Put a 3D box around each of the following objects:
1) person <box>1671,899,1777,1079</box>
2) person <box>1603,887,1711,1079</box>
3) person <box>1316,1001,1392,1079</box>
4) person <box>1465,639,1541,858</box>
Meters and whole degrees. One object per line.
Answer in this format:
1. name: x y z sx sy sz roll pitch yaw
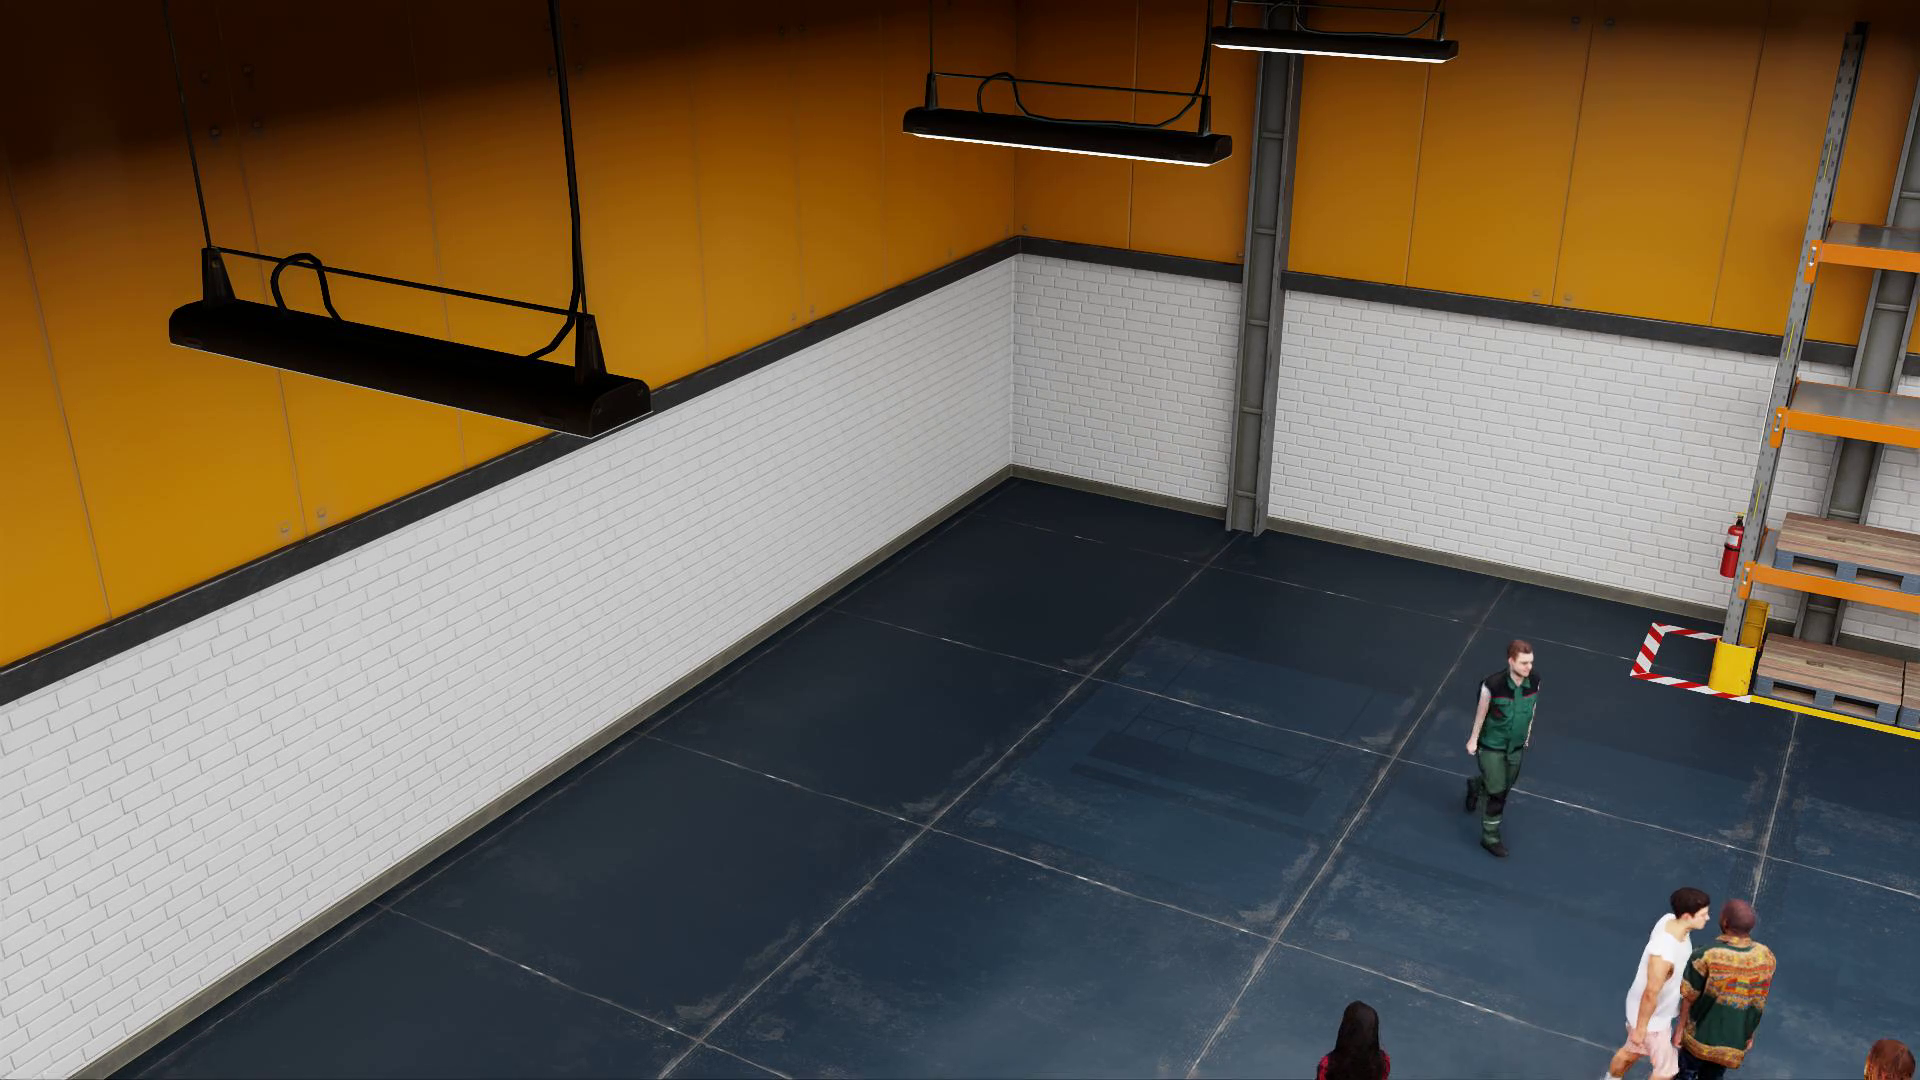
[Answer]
1. person: 4.553 2.995 9.968 0.888 1.791 0.939 0 24 0
2. person: 4.210 2.873 10.292 0.825 1.754 0.660 13 27 27
3. person: 2.200 3.360 9.330 0.977 1.634 1.042 -6 24 -13
4. person: 4.261 1.564 13.214 1.095 1.812 1.149 -5 24 -10
